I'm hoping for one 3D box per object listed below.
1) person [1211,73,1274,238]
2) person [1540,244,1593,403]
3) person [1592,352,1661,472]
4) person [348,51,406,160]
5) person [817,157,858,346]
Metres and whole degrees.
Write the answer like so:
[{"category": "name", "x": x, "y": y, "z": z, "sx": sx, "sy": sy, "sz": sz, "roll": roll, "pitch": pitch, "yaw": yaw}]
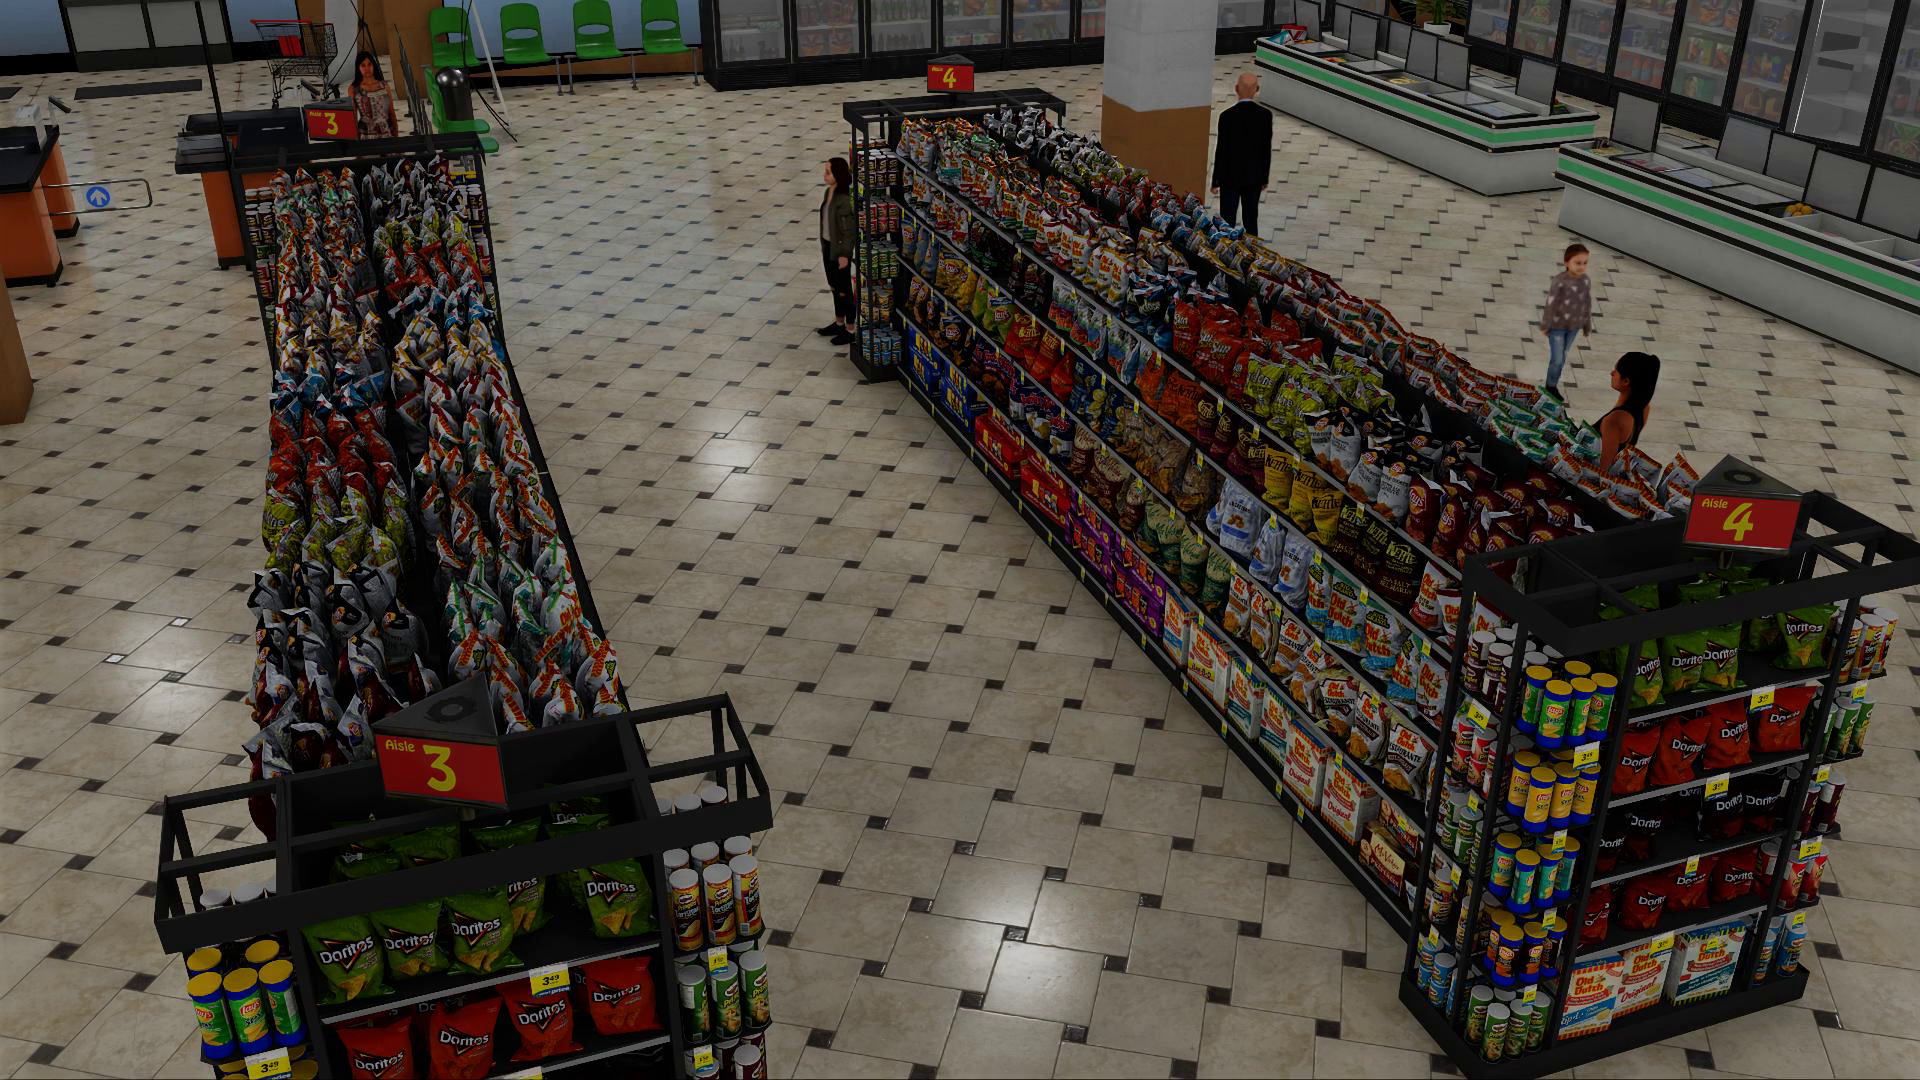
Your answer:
[{"category": "person", "x": 2.448, "y": -3.156, "z": 14.486, "sx": 0.707, "sy": 1.800, "sz": 0.632, "roll": -5, "pitch": 27, "yaw": -10}, {"category": "person", "x": 4.358, "y": -1.586, "z": 12.067, "sx": 0.524, "sy": 1.187, "sz": 0.558, "roll": -6, "pitch": 28, "yaw": -12}, {"category": "person", "x": 3.472, "y": -0.243, "z": 8.898, "sx": 0.667, "sy": 1.659, "sz": 0.656, "roll": 20, "pitch": 33, "yaw": 34}, {"category": "person", "x": -5.649, "y": -3.895, "z": 16.117, "sx": 0.689, "sy": 1.643, "sz": 0.602, "roll": -16, "pitch": 31, "yaw": -29}, {"category": "person", "x": -0.960, "y": -2.290, "z": 13.138, "sx": 0.664, "sy": 1.475, "sz": 0.487, "roll": -13, "pitch": 30, "yaw": -25}]
